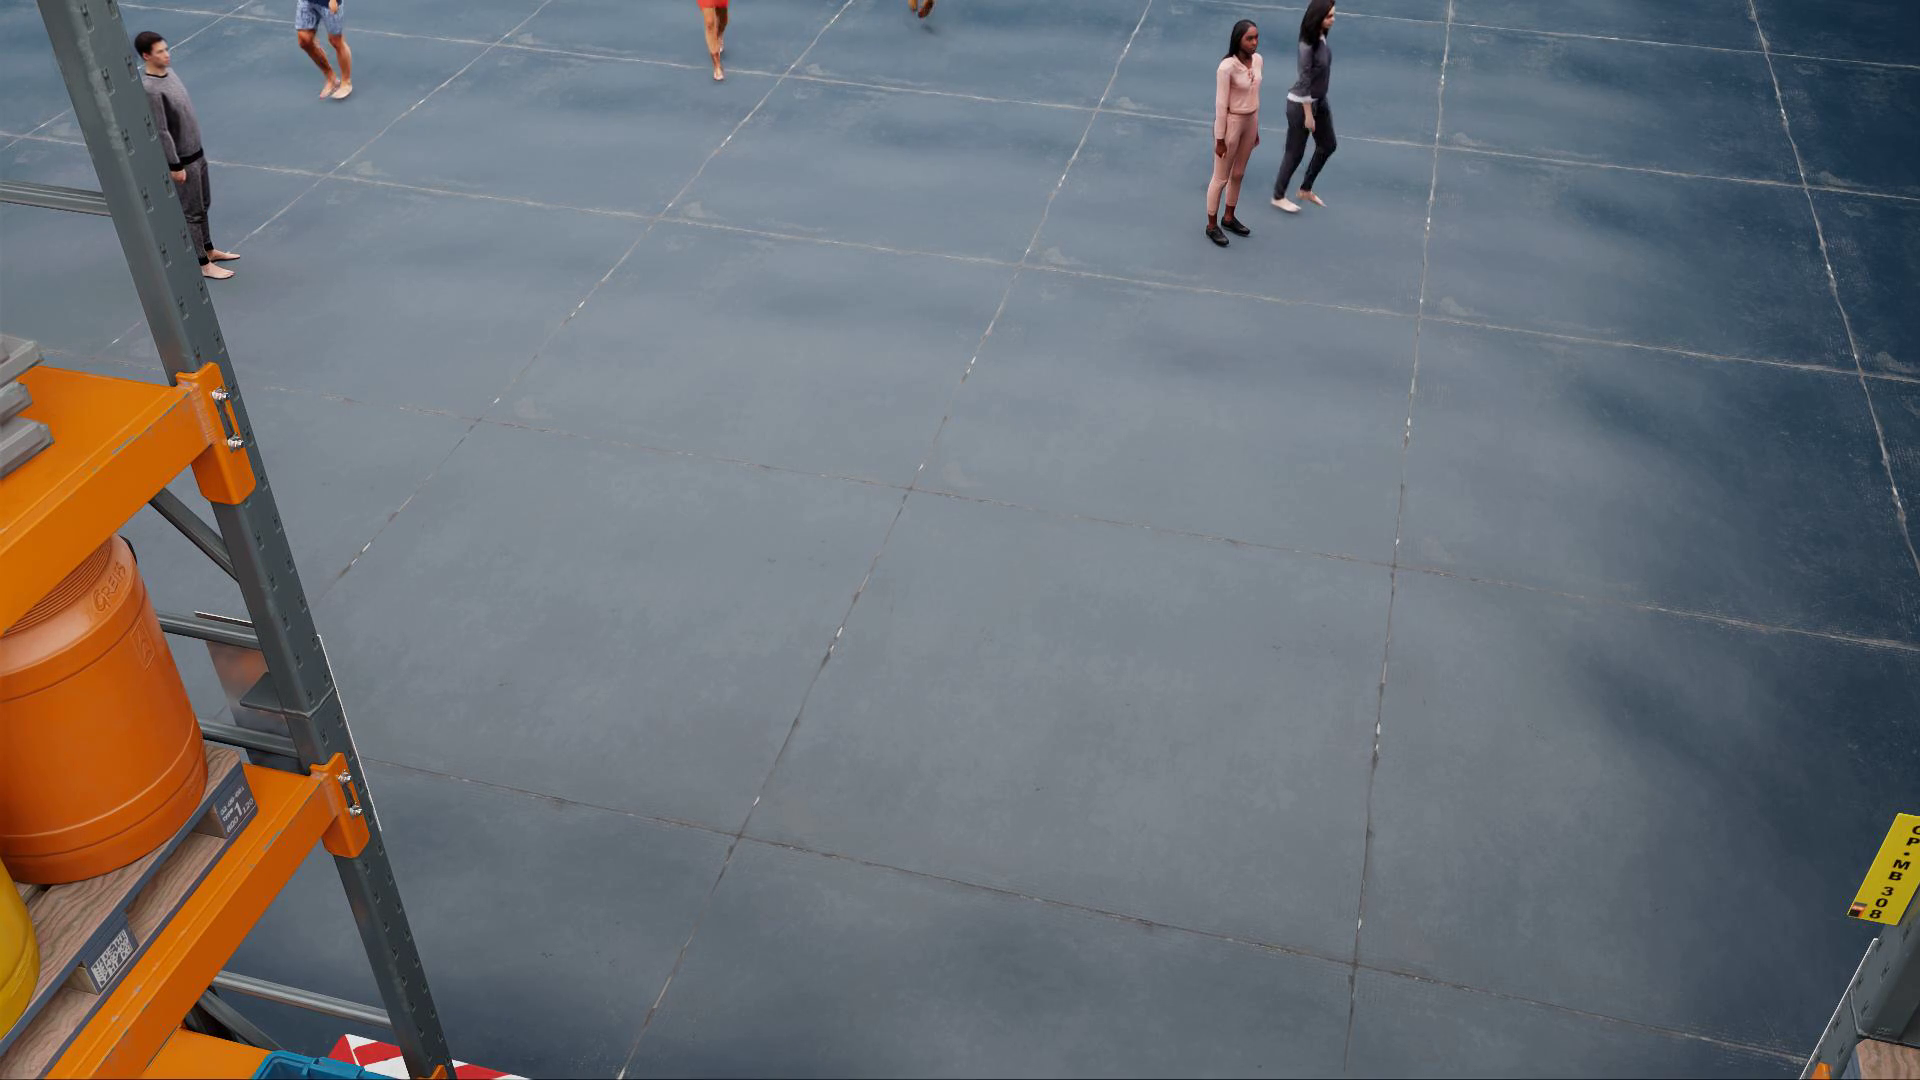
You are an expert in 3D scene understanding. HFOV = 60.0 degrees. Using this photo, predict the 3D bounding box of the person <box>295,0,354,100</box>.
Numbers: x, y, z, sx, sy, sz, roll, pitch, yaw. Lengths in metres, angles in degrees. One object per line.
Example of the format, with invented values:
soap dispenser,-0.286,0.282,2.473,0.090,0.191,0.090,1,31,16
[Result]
person,-5.659,-4.859,14.794,0.633,1.835,0.609,9,39,11

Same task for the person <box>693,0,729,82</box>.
person,-2.291,-5.158,15.292,0.895,1.692,1.154,-7,39,-8

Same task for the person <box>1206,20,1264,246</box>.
person,2.088,-3.105,12.643,0.663,1.722,0.762,-28,46,-31

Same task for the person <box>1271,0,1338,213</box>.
person,2.618,-3.390,12.992,0.748,1.741,0.665,17,41,20

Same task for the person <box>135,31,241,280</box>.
person,-5.712,-2.837,12.201,0.817,1.844,0.627,-4,38,-6
